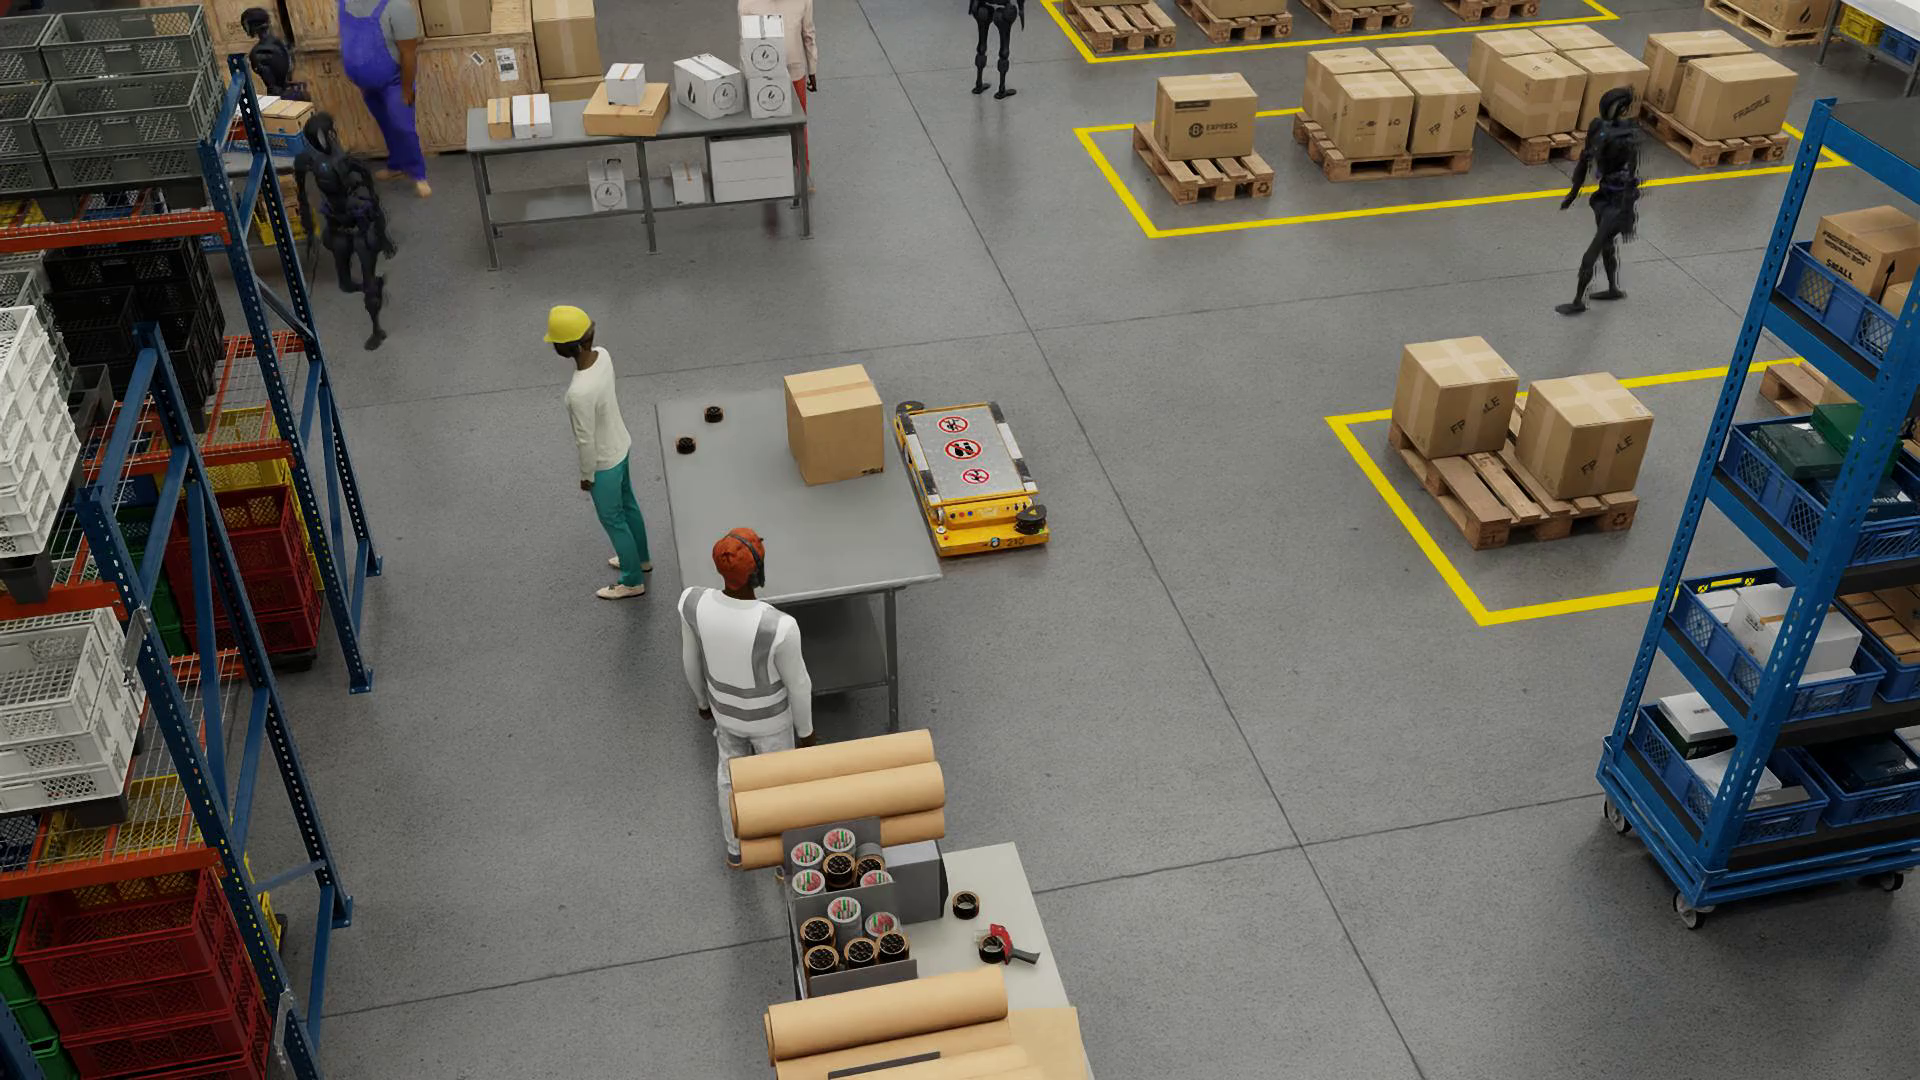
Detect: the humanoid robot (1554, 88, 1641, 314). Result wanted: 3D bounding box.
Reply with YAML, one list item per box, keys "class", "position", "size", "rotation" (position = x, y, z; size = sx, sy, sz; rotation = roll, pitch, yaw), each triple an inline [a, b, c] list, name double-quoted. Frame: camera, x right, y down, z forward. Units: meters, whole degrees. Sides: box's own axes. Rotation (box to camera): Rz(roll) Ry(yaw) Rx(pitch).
- class: "humanoid robot"
  position: [4.523, -2.374, 11.587]
  size: [0.680, 1.609, 0.577]
  rotation: [-4, 37, -6]

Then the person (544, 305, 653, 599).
- class: "person"
  position: [-1.950, -0.467, 8.943]
  size: [0.374, 1.751, 0.514]
  rotation: [2, 37, 3]

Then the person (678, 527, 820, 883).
- class: "person"
  position: [-0.891, 0.737, 7.210]
  size: [0.582, 1.882, 0.350]
  rotation: [14, 39, 18]

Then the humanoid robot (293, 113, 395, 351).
- class: "humanoid robot"
  position: [-4.128, -2.137, 11.255]
  size: [0.586, 1.642, 0.531]
  rotation: [5, 37, 6]

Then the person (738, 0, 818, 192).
- class: "person"
  position: [-1.406, -3.653, 13.031]
  size: [0.618, 1.987, 0.403]
  rotation: [-11, 38, -15]

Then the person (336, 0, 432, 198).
- class: "person"
  position: [-4.541, -3.677, 13.013]
  size: [0.755, 2.000, 0.558]
  rotation: [17, 40, 22]

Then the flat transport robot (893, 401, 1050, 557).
- class: "flat transport robot"
  position: [0.046, -0.430, 10.108]
  size: [0.652, 0.197, 1.431]
  rotation: [-8, 37, -10]

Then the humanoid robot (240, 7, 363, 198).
- class: "humanoid robot"
  position: [-5.170, -3.333, 12.883]
  size: [0.724, 1.632, 0.526]
  rotation: [-3, 37, -4]

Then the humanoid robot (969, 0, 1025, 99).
- class: "humanoid robot"
  position: [0.315, -4.791, 14.807]
  size: [0.581, 1.651, 0.321]
  rotation: [19, 41, 24]
